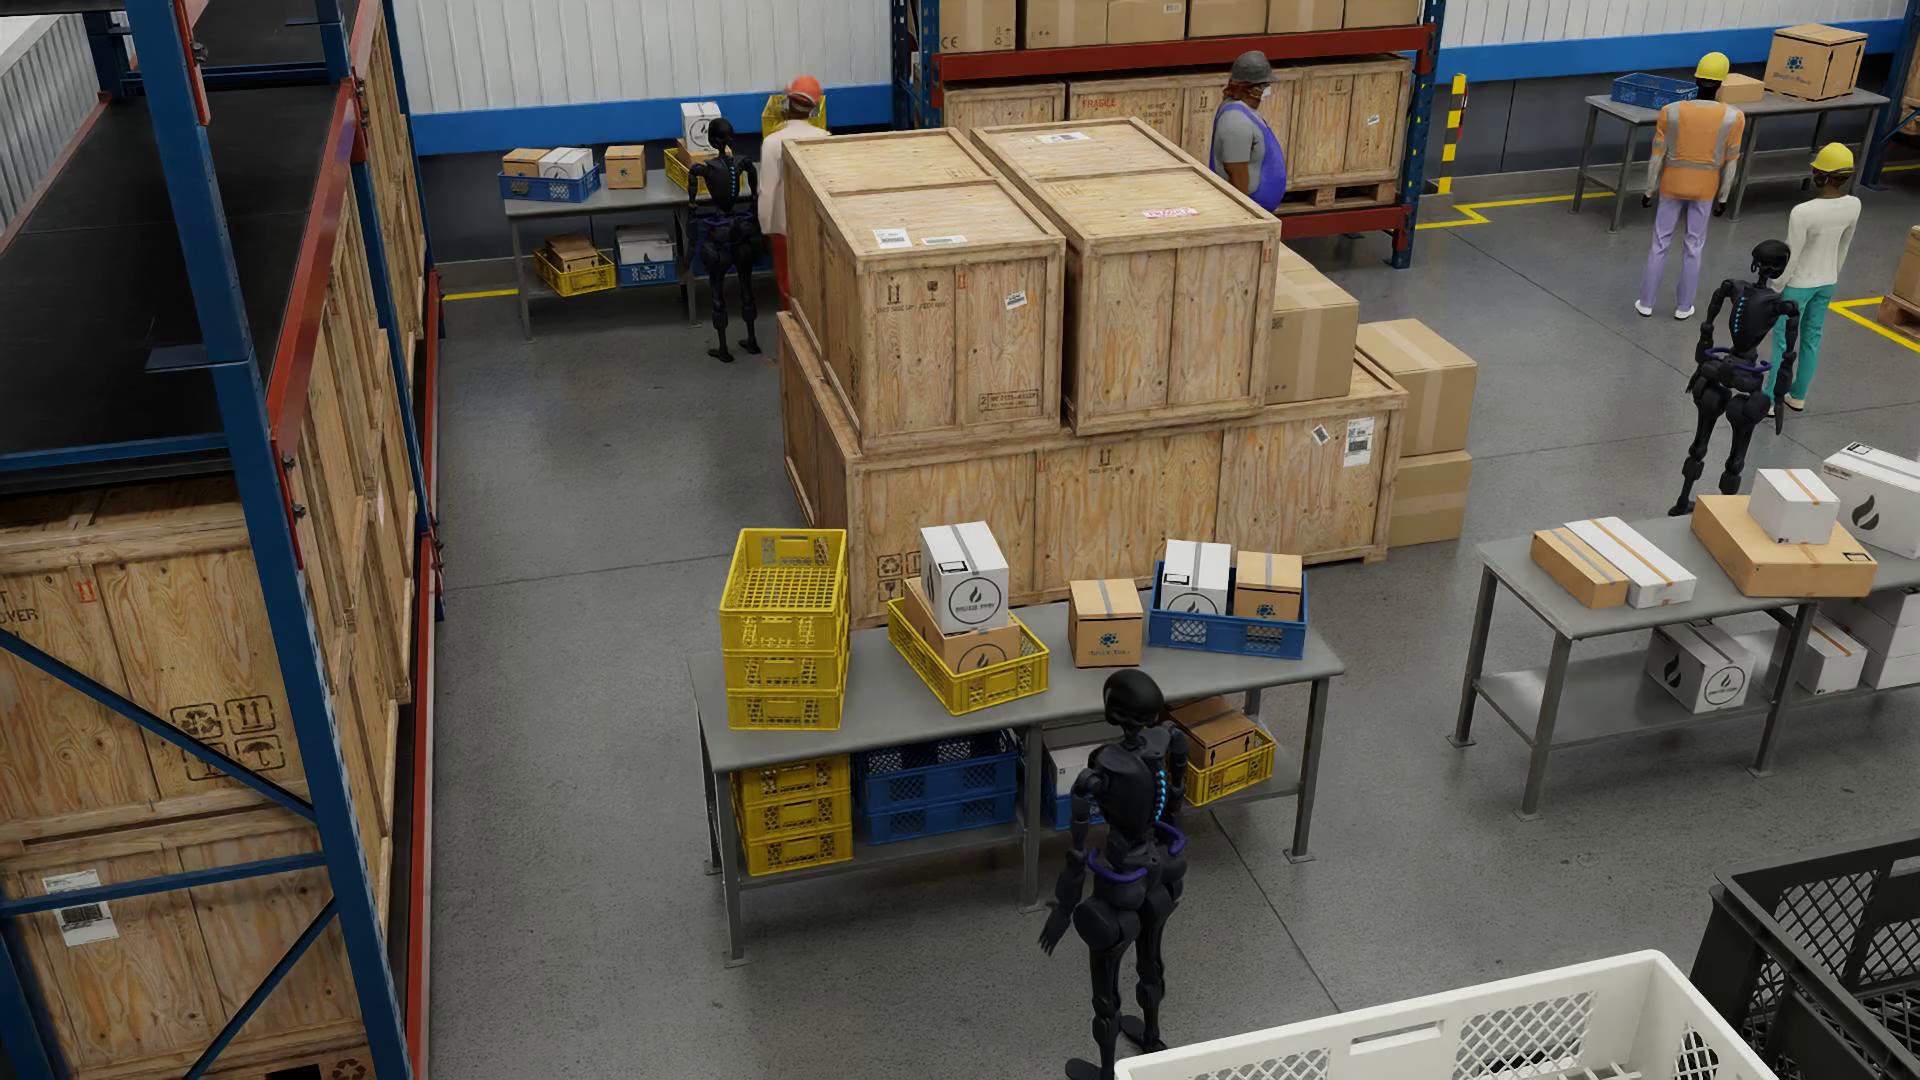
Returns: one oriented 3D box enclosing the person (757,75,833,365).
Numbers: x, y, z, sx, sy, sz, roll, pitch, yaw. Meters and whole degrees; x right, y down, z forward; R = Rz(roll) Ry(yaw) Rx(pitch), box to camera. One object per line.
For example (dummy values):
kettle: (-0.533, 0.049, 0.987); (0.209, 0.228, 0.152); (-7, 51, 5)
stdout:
person: (-1.047, -2.105, 11.204); (0.421, 1.950, 0.698); (24, 37, 36)

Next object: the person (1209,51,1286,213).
person: (1.991, -2.379, 11.599); (0.536, 2.000, 0.674); (2, 29, 4)

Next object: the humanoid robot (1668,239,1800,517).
humanoid robot: (4.293, -0.859, 9.202); (0.321, 1.657, 0.608); (-17, 33, -28)

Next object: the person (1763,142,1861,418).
person: (5.341, -1.629, 10.520); (0.524, 1.768, 0.306); (-11, 31, -18)

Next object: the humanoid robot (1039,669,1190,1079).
humanoid robot: (0.542, 1.142, 5.569); (0.588, 1.657, 0.326); (-24, 37, -37)

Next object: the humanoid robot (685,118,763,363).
humanoid robot: (-1.606, -2.056, 11.389); (0.582, 1.654, 0.327); (-20, 35, -32)

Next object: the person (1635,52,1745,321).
person: (5.243, -2.532, 11.994); (0.585, 1.928, 0.366); (11, 31, 20)
